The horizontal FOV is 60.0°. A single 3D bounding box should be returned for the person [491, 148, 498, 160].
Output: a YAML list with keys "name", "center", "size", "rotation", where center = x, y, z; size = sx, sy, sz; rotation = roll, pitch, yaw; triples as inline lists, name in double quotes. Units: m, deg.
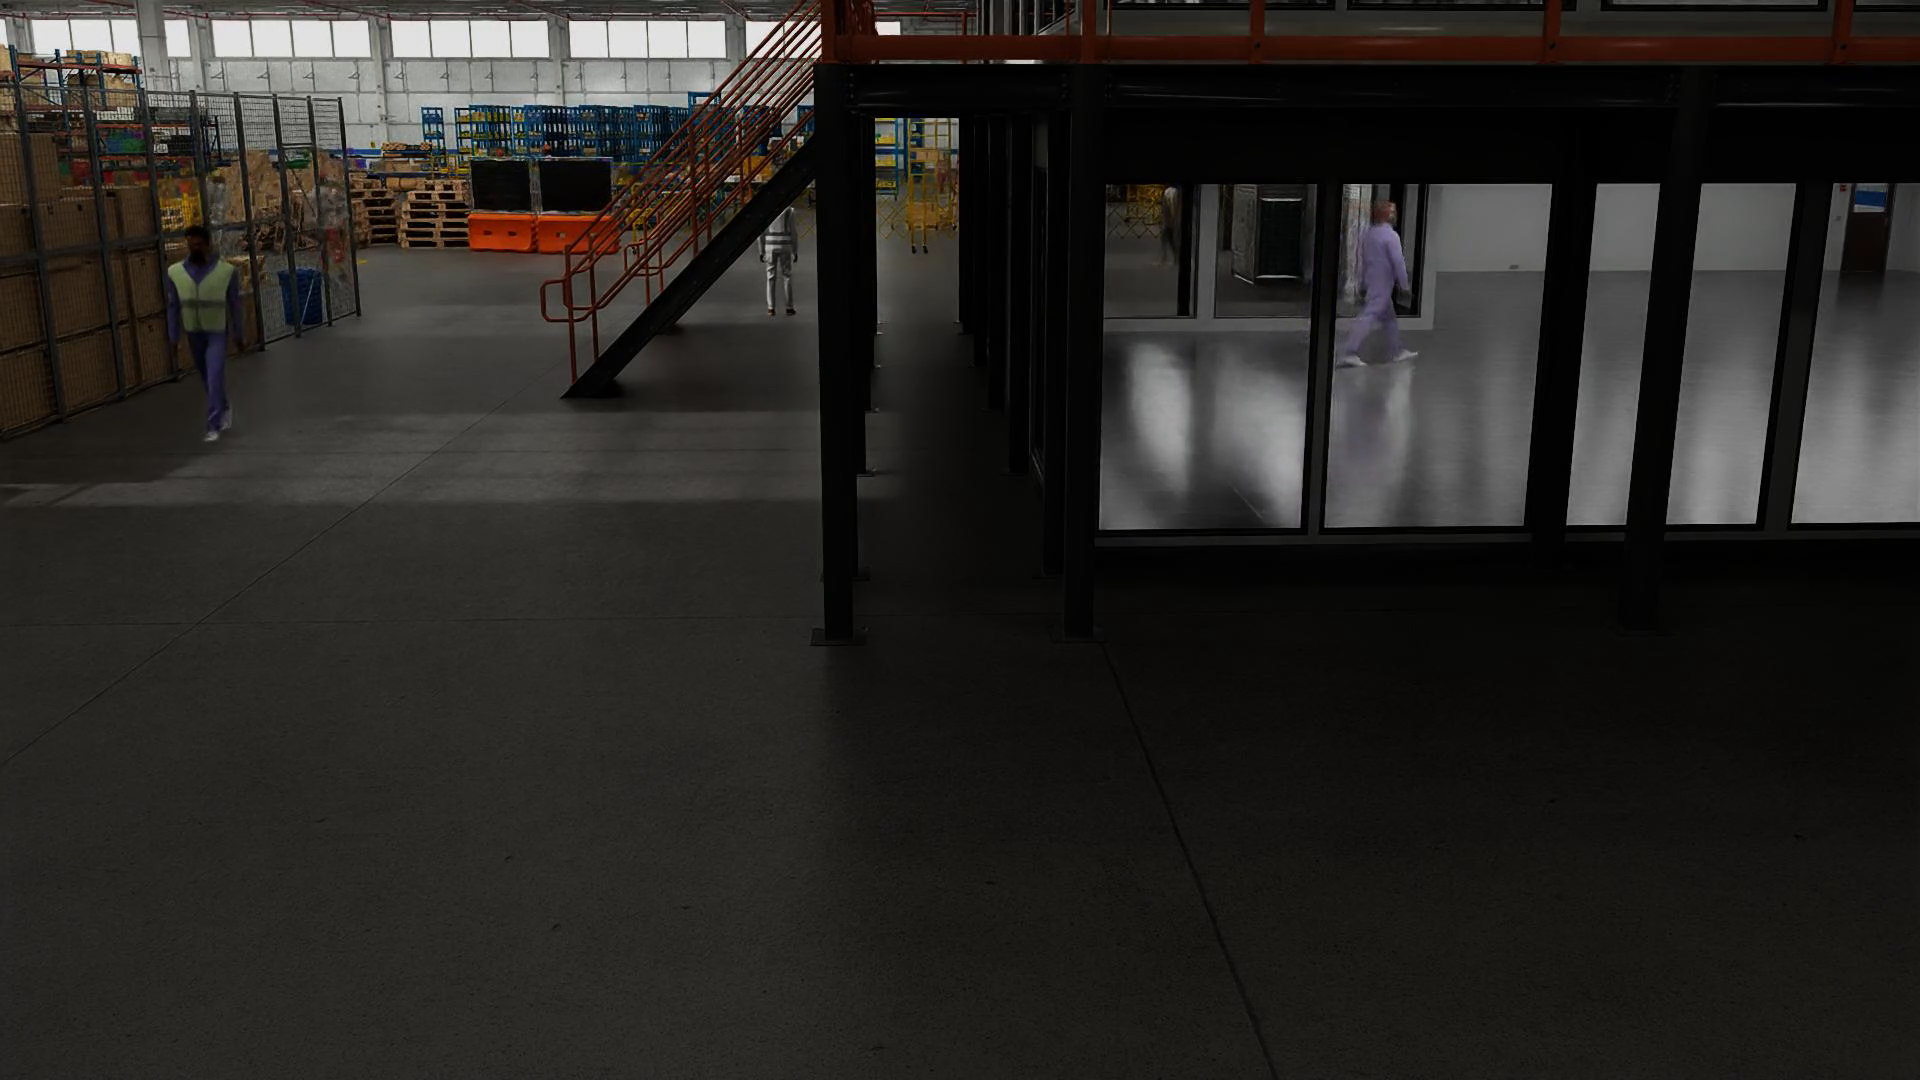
- name: "person"
  center: [-17.163, -13.485, 61.253]
  size: [0.802, 1.874, 0.665]
  rotation: [-9, 17, -32]

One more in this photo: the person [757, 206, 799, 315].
- name: "person"
  center: [-2.642, -4.199, 24.156]
  size: [0.604, 1.878, 0.388]
  rotation: [0, 14, -1]

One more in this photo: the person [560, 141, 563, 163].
- name: "person"
  center: [-21.757, -20.914, 91.035]
  size: [0.388, 1.838, 0.563]
  rotation: [-3, 14, -12]

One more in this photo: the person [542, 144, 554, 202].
- name: "person"
  center: [-14.243, -12.631, 57.517]
  size: [0.371, 2.044, 0.608]
  rotation: [-3, 14, -10]

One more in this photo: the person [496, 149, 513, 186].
- name: "person"
  center: [-15.541, -12.355, 56.671]
  size: [0.592, 1.912, 0.506]
  rotation: [-2, 14, -10]

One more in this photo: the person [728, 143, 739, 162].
- name: "person"
  center: [-11.228, -18.819, 82.728]
  size: [0.618, 1.808, 0.500]
  rotation: [0, 14, 0]

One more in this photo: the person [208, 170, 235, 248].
- name: "person"
  center: [-16.523, -7.427, 37.354]
  size: [0.518, 1.717, 0.692]
  rotation: [4, 15, 15]

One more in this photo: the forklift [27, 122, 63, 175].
- name: "forklift"
  center: [-35.376, -14.773, 64.377]
  size: [1.129, 2.768, 1.873]
  rotation: [-1, 14, -2]

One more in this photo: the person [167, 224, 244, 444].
- name: "person"
  center: [-6.665, -1.855, 14.756]
  size: [0.594, 1.889, 0.927]
  rotation: [-1, 14, -6]

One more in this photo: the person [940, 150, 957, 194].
- name: "person"
  center: [-0.499, -14.640, 66.213]
  size: [0.527, 1.718, 0.923]
  rotation: [-10, 17, -35]

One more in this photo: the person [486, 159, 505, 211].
- name: "person"
  center: [-12.728, -9.413, 45.159]
  size: [0.912, 1.786, 0.612]
  rotation: [-7, 16, -26]

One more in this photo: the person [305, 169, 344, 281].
- name: "person"
  center: [-11.182, -5.544, 29.321]
  size: [0.632, 1.976, 0.696]
  rotation: [-9, 17, -33]
